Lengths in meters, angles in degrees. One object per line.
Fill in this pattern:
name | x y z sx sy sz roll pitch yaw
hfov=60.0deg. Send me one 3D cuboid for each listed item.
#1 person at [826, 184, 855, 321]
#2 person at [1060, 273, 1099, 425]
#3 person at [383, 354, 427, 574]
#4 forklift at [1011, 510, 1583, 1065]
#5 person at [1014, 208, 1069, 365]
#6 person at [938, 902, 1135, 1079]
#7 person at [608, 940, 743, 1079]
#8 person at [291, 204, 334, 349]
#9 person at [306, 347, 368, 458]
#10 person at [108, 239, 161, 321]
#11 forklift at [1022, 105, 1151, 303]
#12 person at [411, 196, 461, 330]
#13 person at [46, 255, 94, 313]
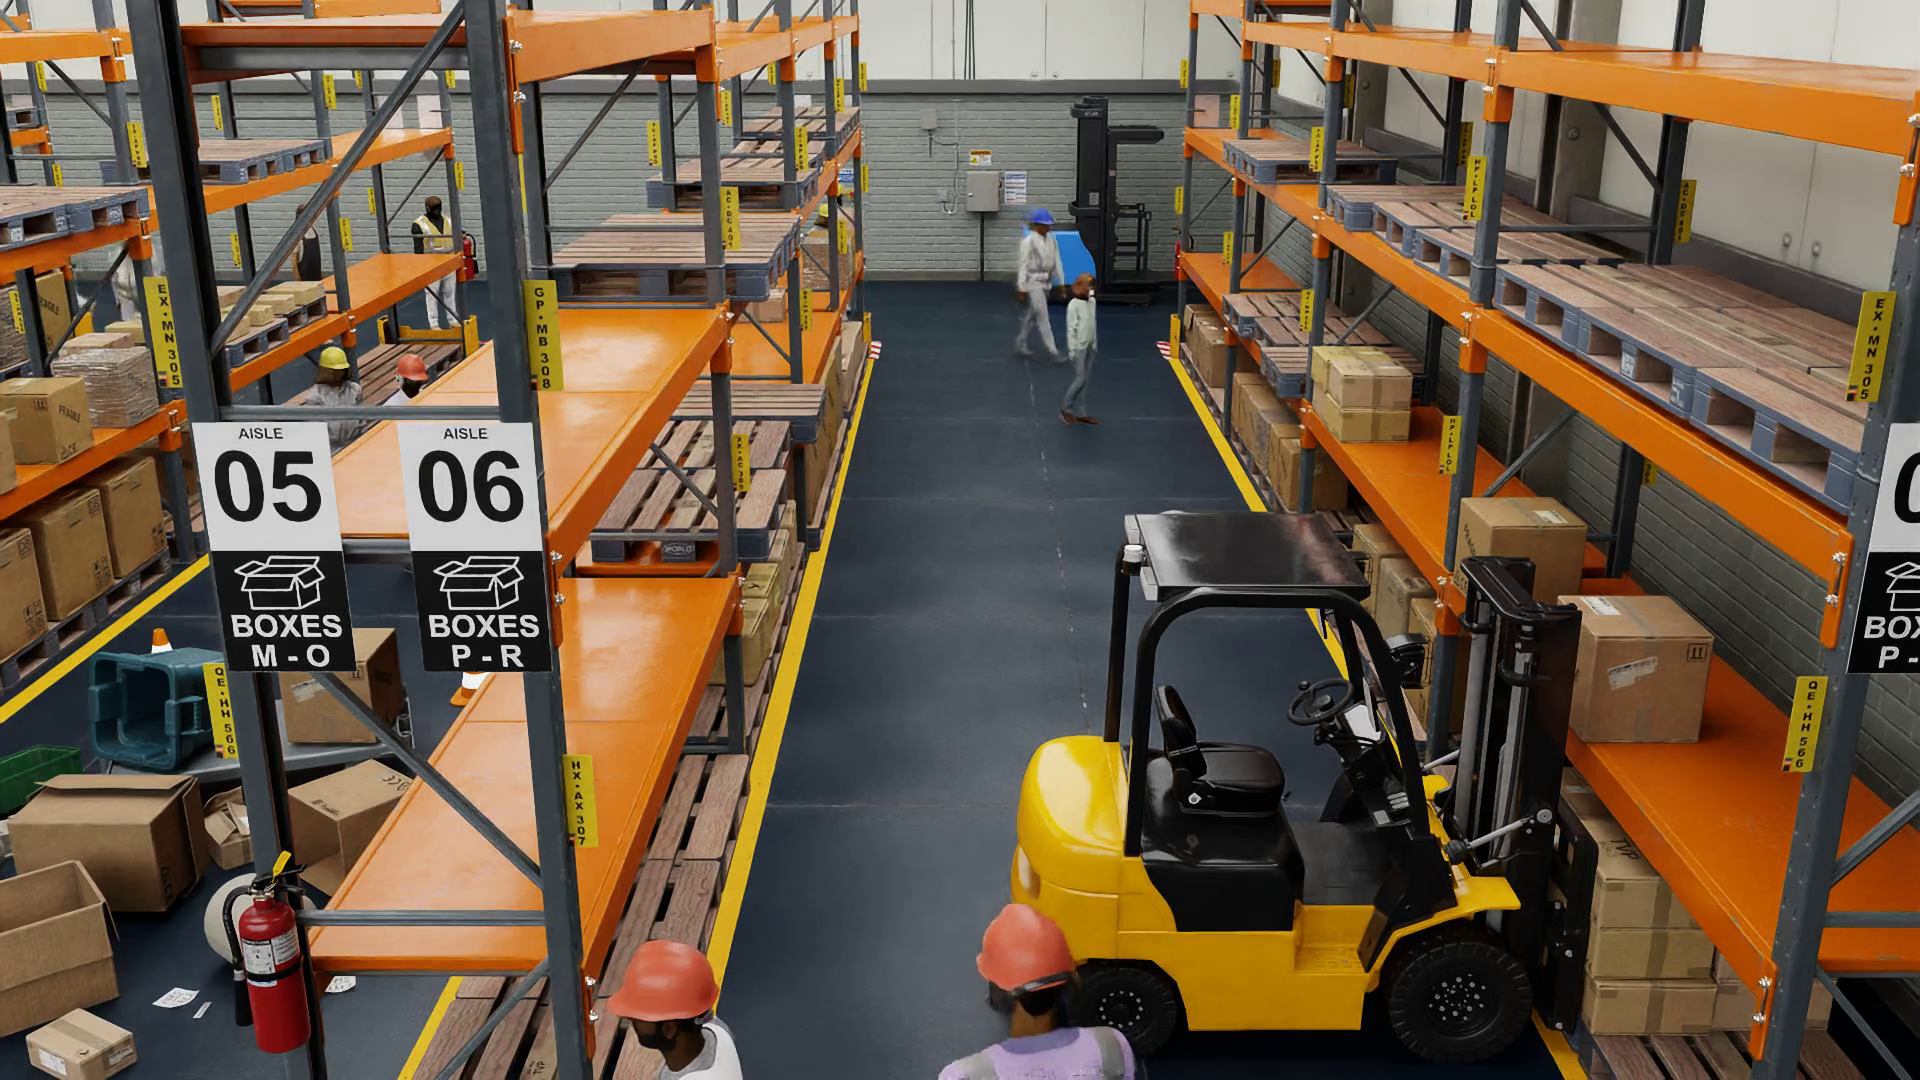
person | -1.702 -3.985 23.061 0.587 1.903 0.494 -15 23 -37
person | 1.286 -2.010 17.537 0.346 1.623 0.513 12 22 32
person | -4.257 -0.606 13.093 0.338 1.747 0.570 6 19 18
forklift | 1.387 1.055 7.378 2.313 2.155 1.214 0 18 0
person | 0.997 -3.157 20.591 1.001 1.902 0.610 16 24 39
person | 0.190 1.988 4.810 0.661 2.028 0.432 -8 20 -22
person | -0.784 2.027 4.842 0.377 1.936 0.549 -1 18 -4
person | -8.359 -3.389 21.365 0.332 1.841 0.508 6 19 17
person | -4.981 -0.709 13.436 0.332 1.735 0.485 15 23 37
person | -9.828 -2.855 19.827 0.621 1.784 0.918 -2 18 -6
forklift | 1.857 -4.944 24.441 1.873 2.768 1.129 0 18 0
person | -6.987 -3.688 22.291 0.430 1.835 0.631 16 24 39
person | -12.350 -3.866 22.853 0.671 1.824 0.624 1 18 2
